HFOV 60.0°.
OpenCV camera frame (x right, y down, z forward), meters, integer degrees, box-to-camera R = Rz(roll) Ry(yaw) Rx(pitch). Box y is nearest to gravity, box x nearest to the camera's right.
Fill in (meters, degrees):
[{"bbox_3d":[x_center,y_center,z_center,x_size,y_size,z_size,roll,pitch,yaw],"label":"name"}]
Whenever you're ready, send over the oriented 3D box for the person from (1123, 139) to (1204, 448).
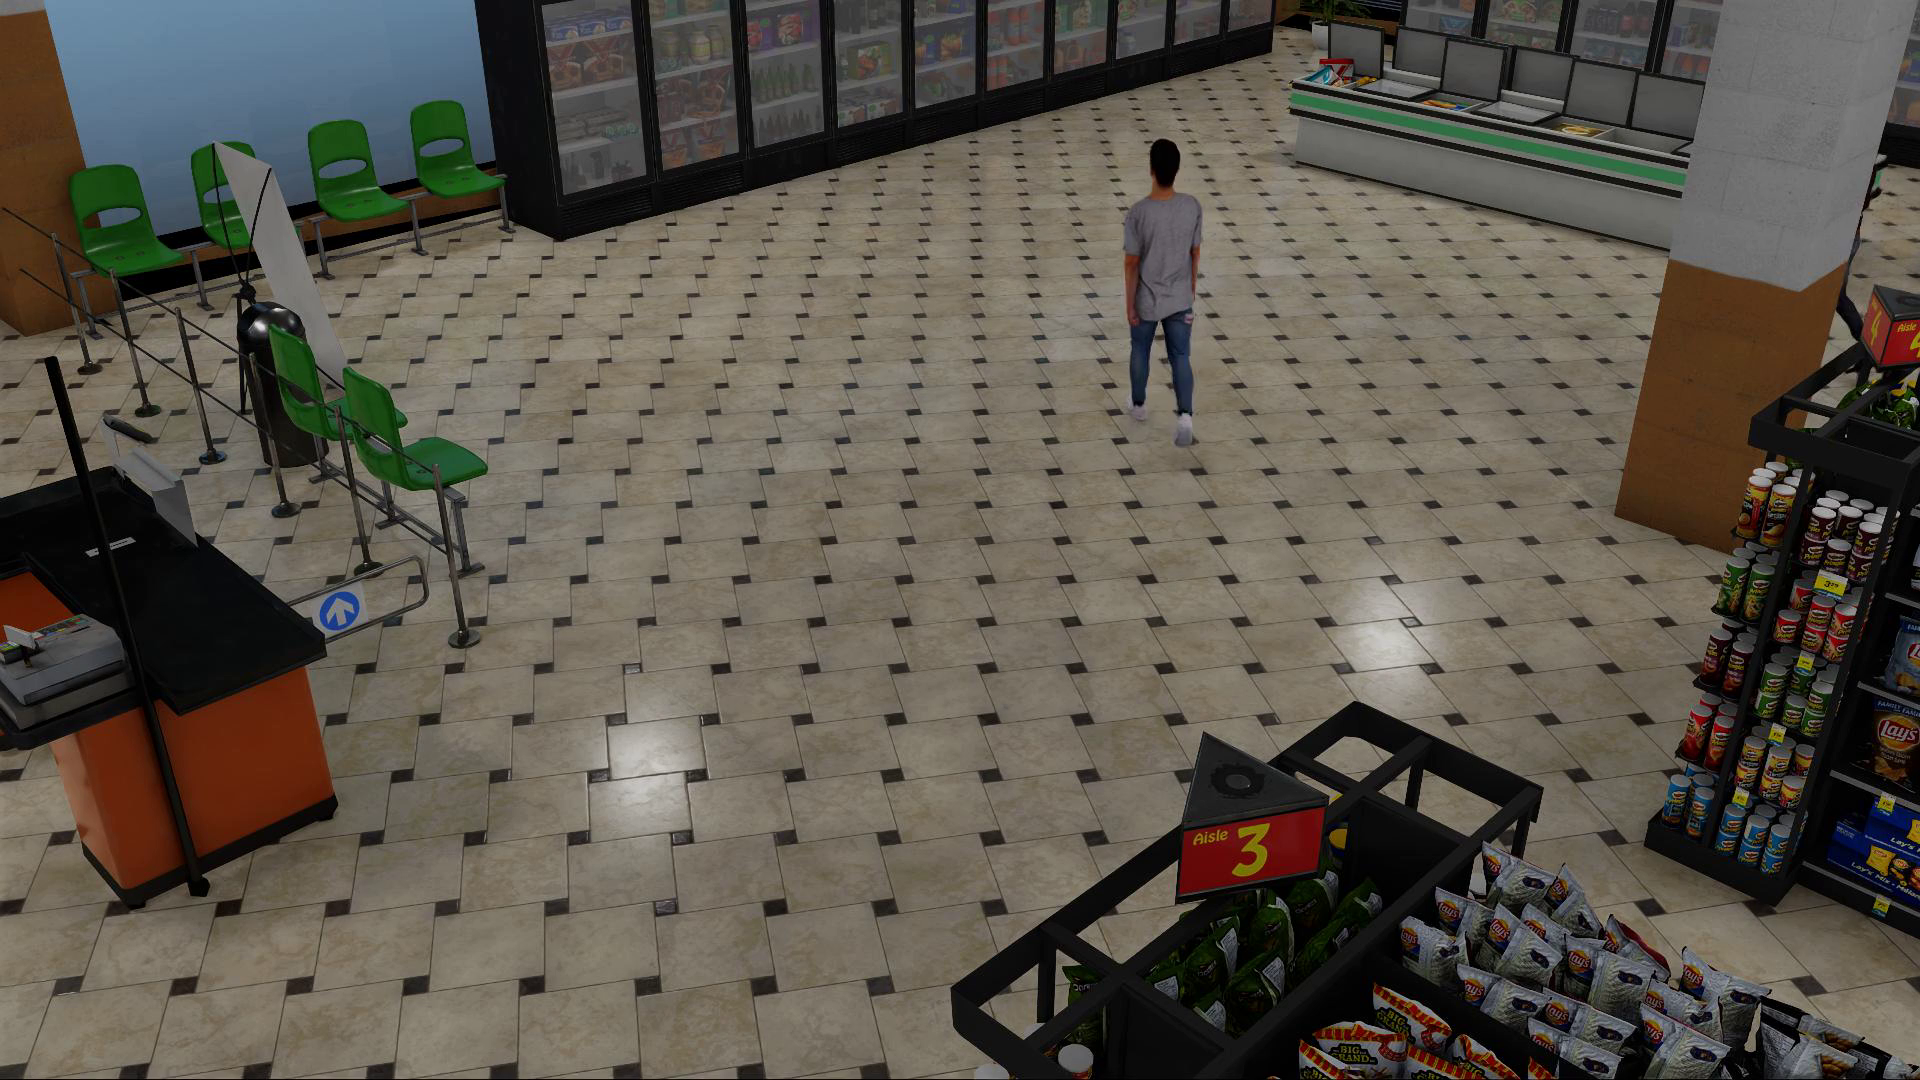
[{"bbox_3d":[1.270,-1.470,10.195,1.128,1.859,1.253,-3,29,-5],"label":"person"}]
